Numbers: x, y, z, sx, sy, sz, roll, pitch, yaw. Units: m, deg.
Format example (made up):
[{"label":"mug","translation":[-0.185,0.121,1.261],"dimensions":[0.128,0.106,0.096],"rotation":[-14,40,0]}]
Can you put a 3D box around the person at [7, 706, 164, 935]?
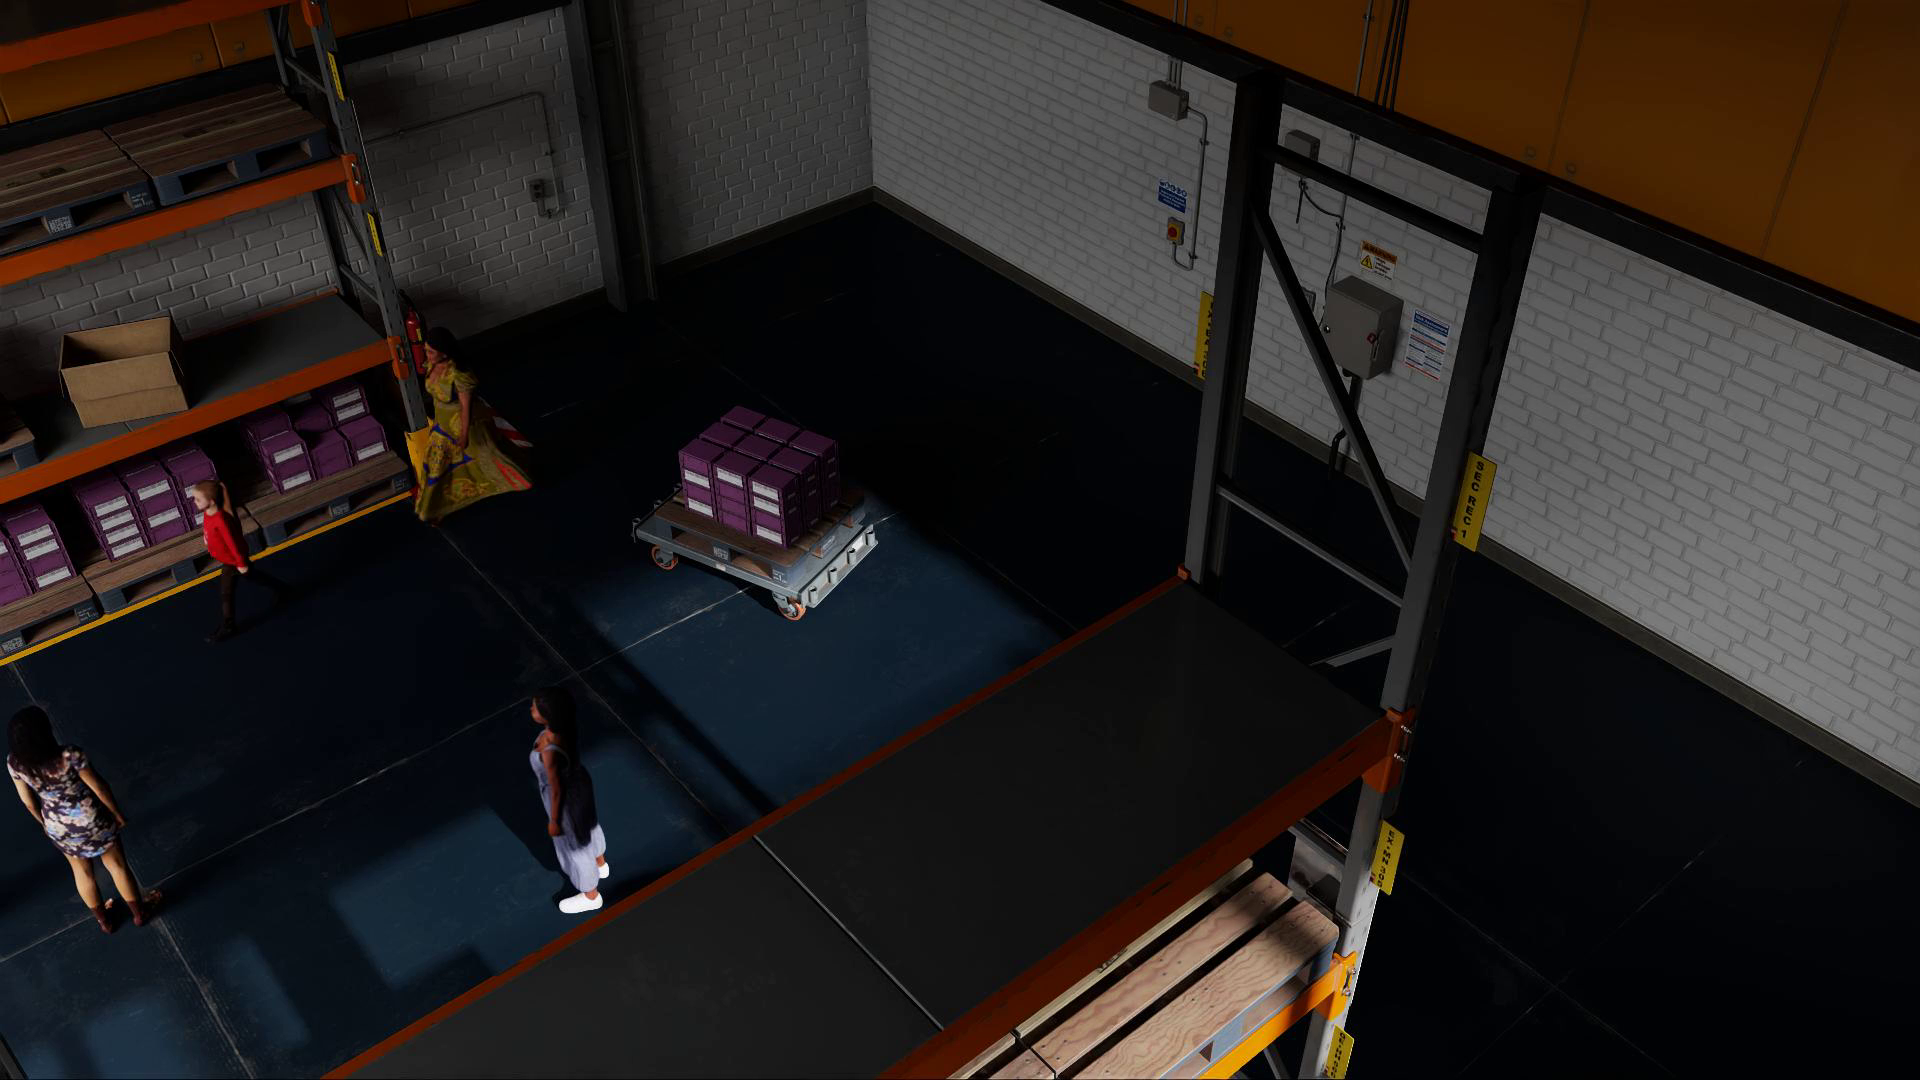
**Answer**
[{"label":"person","translation":[-5.006,1.596,9.440],"dimensions":[0.623,1.733,0.733],"rotation":[-6,39,-8]}]

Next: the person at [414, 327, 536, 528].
[{"label":"person","translation":[-3.729,-0.917,12.678],"dimensions":[1.022,1.618,1.408],"rotation":[21,43,25]}]

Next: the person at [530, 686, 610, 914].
[{"label":"person","translation":[-2.260,1.478,9.617],"dimensions":[0.719,1.696,0.663],"rotation":[2,39,3]}]

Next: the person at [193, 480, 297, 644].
[{"label":"person","translation":[-5.072,0.087,11.711],"dimensions":[0.910,1.256,0.510],"rotation":[-26,46,-29]}]
